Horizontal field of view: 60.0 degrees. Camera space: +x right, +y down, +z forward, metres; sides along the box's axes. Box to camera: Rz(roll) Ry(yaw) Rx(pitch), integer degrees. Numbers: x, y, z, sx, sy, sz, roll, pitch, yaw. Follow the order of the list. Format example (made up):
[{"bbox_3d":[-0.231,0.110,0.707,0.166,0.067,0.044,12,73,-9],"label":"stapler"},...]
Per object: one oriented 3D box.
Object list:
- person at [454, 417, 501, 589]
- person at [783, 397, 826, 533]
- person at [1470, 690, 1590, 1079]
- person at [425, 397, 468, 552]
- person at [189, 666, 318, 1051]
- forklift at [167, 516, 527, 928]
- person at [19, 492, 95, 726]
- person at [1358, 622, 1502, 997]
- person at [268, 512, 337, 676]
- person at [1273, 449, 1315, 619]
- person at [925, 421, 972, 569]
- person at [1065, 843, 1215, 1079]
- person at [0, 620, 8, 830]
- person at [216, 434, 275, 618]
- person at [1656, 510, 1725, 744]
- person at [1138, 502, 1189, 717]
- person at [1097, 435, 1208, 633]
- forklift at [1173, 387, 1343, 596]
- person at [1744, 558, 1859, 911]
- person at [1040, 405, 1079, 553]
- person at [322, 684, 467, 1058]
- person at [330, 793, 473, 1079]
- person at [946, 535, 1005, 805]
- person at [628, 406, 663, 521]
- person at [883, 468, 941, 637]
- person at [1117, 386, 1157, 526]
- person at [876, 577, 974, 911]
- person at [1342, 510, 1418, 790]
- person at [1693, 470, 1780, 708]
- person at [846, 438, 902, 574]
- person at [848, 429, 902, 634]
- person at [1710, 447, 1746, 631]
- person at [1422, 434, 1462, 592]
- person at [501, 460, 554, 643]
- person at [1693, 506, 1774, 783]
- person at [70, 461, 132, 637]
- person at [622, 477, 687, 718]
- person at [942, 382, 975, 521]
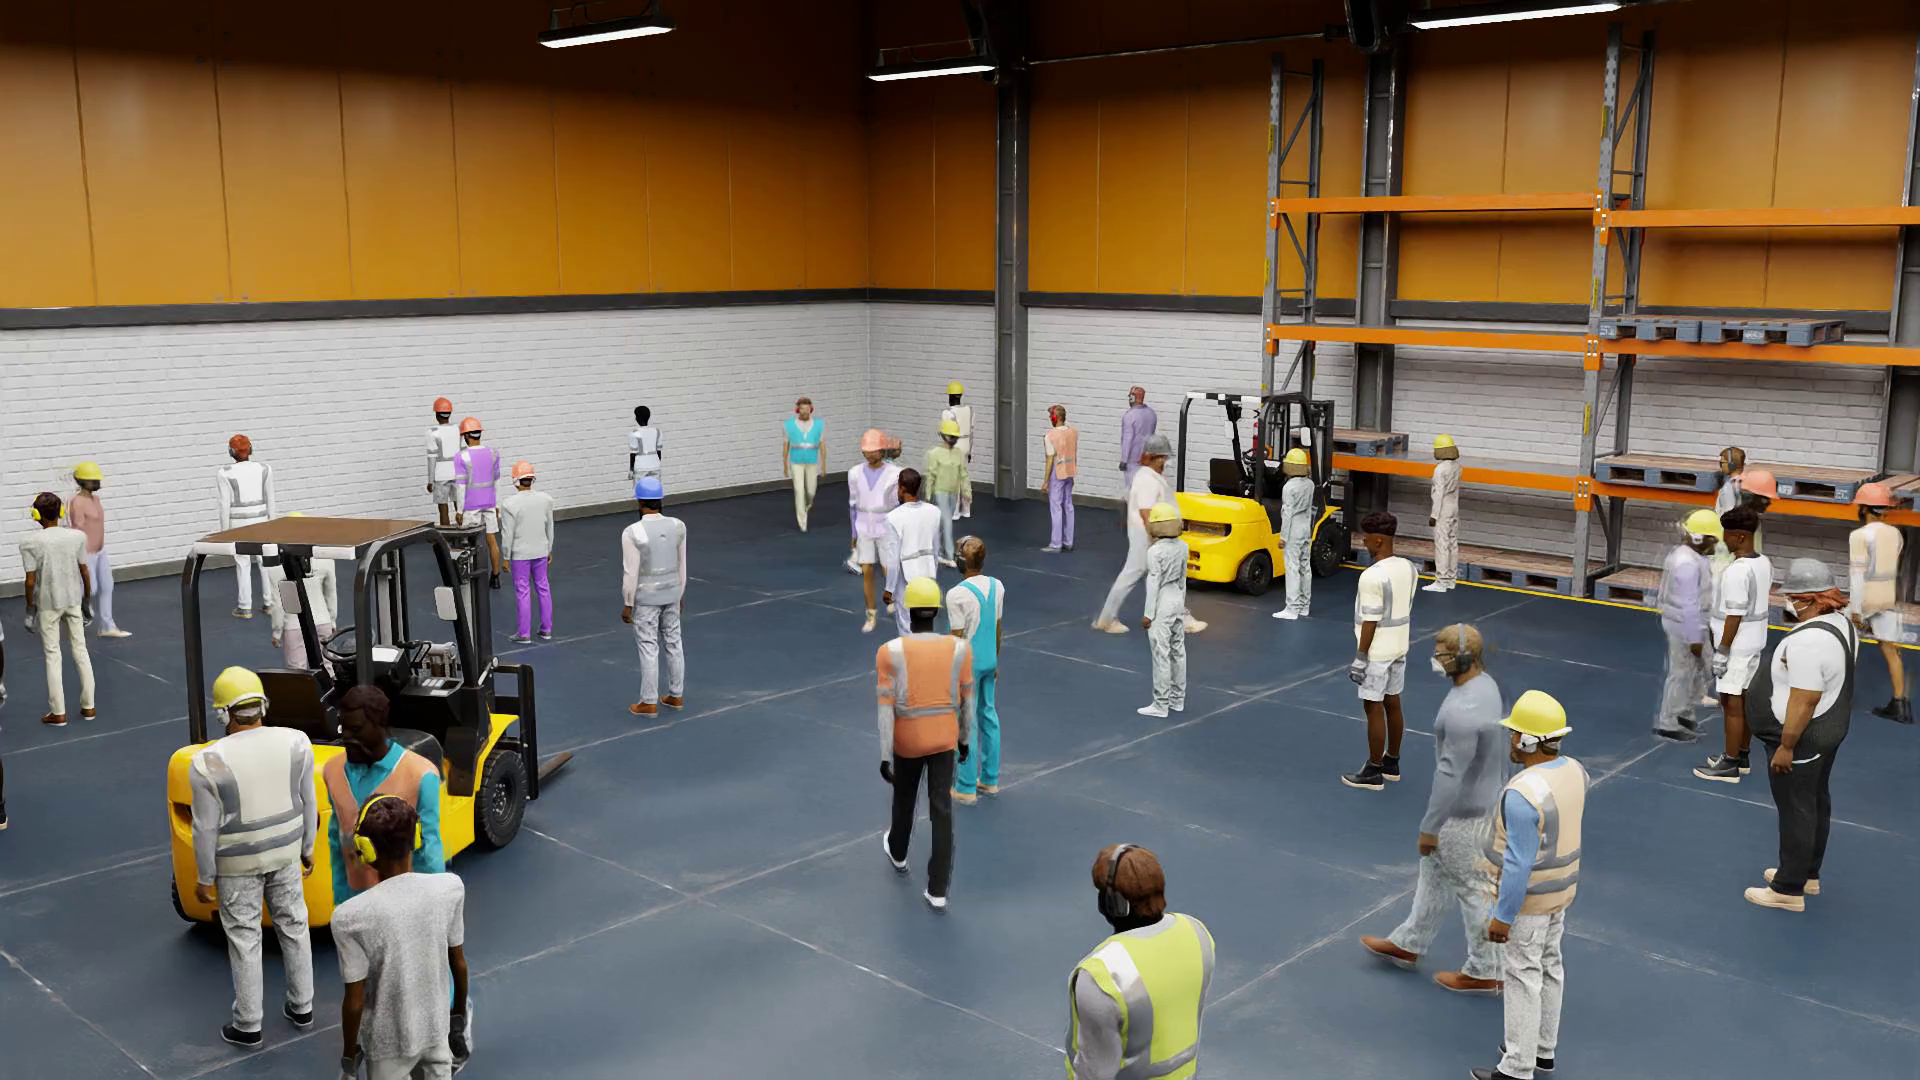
[{"bbox_3d":[-5.309,-0.389,18.274,0.366,1.931,0.542,9,13,42],"label":"person"},{"bbox_3d":[-2.092,-1.030,22.259,0.569,1.818,0.697,-3,10,-15],"label":"person"},{"bbox_3d":[2.532,1.566,7.421,0.403,1.833,0.586,9,13,42],"label":"person"},{"bbox_3d":[-6.348,-0.794,20.561,0.357,1.938,0.542,9,13,42],"label":"person"},{"bbox_3d":[-3.332,1.492,7.869,0.403,1.827,0.595,9,13,42],"label":"person"},{"bbox_3d":[-3.583,0.976,9.748,1.214,2.155,2.313,2,10,11],"label":"forklift"},{"bbox_3d":[-7.143,0.540,13.179,0.329,1.865,0.508,9,13,42],"label":"person"},{"bbox_3d":[2.388,1.350,8.398,0.787,1.916,0.659,4,11,22],"label":"person"},{"bbox_3d":[-5.026,0.663,12.753,0.311,1.768,0.522,9,13,42],"label":"person"},{"bbox_3d":[3.407,-0.065,16.961,0.295,1.744,0.484,9,13,42],"label":"person"},{"bbox_3d":[-0.085,-0.533,19.620,0.552,1.729,0.799,-8,13,-40],"label":"person"},{"bbox_3d":[0.560,1.894,5.541,0.429,1.840,0.624,9,13,42],"label":"person"},{"bbox_3d":[-6.417,0.940,10.619,0.368,1.960,0.602,9,13,42],"label":"person"},{"bbox_3d":[-7.284,-0.145,17.011,0.352,1.886,0.574,9,13,42],"label":"person"},{"bbox_3d":[5.587,0.665,12.612,0.515,1.810,0.596,5,11,26],"label":"person"},{"bbox_3d":[1.640,0.557,13.435,0.305,1.738,0.484,9,13,42],"label":"person"},{"bbox_3d":[1.843,-0.074,16.163,1.077,2.000,0.688,2,10,14],"label":"person"},{"bbox_3d":[3.298,-0.608,18.767,1.214,2.155,2.313,9,13,42],"label":"forklift"},{"bbox_3d":[4.788,1.089,9.545,0.537,2.000,0.679,9,13,42],"label":"person"},{"bbox_3d":[1.242,-0.753,20.607,0.390,1.839,0.564,9,13,42],"label":"person"},{"bbox_3d":[-2.500,1.541,7.342,0.606,1.905,0.533,4,11,20],"label":"person"},{"bbox_3d":[-1.993,1.808,5.961,0.329,1.865,0.508,9,13,42],"label":"person"},{"bbox_3d":[0.077,0.878,11.301,0.346,1.846,0.506,9,13,42],"label":"person"},{"bbox_3d":[-4.174,-0.939,22.077,0.319,1.694,0.532,9,13,42],"label":"person"},{"bbox_3d":[-0.408,0.343,14.142,0.393,1.920,0.591,9,13,42],"label":"person"},{"bbox_3d":[2.379,-1.131,22.569,0.409,1.909,0.640,9,13,42],"label":"person"},{"bbox_3d":[-0.219,1.138,9.732,0.608,1.870,0.989,-3,10,-15],"label":"person"},{"bbox_3d":[2.934,0.764,11.622,0.368,1.960,0.602,9,13,42],"label":"person"},{"bbox_3d":[6.378,0.435,13.416,1.033,1.986,0.630,9,13,42],"label":"person"},{"bbox_3d":[-0.913,-0.385,19.192,0.826,1.601,0.525,0,10,0],"label":"person"},{"bbox_3d":[-0.797,-0.119,16.518,0.605,2.021,0.788,3,10,16],"label":"person"},{"bbox_3d":[7.544,0.001,16.307,0.346,1.842,0.506,9,13,42],"label":"person"},{"bbox_3d":[5.316,-0.299,18.313,0.305,1.738,0.484,9,13,42],"label":"person"},{"bbox_3d":[-4.149,0.109,15.940,0.326,1.752,0.559,9,13,42],"label":"person"},{"bbox_3d":[5.499,0.736,11.785,0.368,1.960,0.602,9,13,42],"label":"person"},{"bbox_3d":[-8.440,0.105,15.990,0.668,1.742,0.529,-1,10,-4],"label":"person"},{"bbox_3d":[-2.463,0.458,13.403,0.386,1.948,0.601,9,13,42],"label":"person"},{"bbox_3d":[-0.052,-1.231,23.079,0.366,1.927,0.585,9,13,42],"label":"person"}]
